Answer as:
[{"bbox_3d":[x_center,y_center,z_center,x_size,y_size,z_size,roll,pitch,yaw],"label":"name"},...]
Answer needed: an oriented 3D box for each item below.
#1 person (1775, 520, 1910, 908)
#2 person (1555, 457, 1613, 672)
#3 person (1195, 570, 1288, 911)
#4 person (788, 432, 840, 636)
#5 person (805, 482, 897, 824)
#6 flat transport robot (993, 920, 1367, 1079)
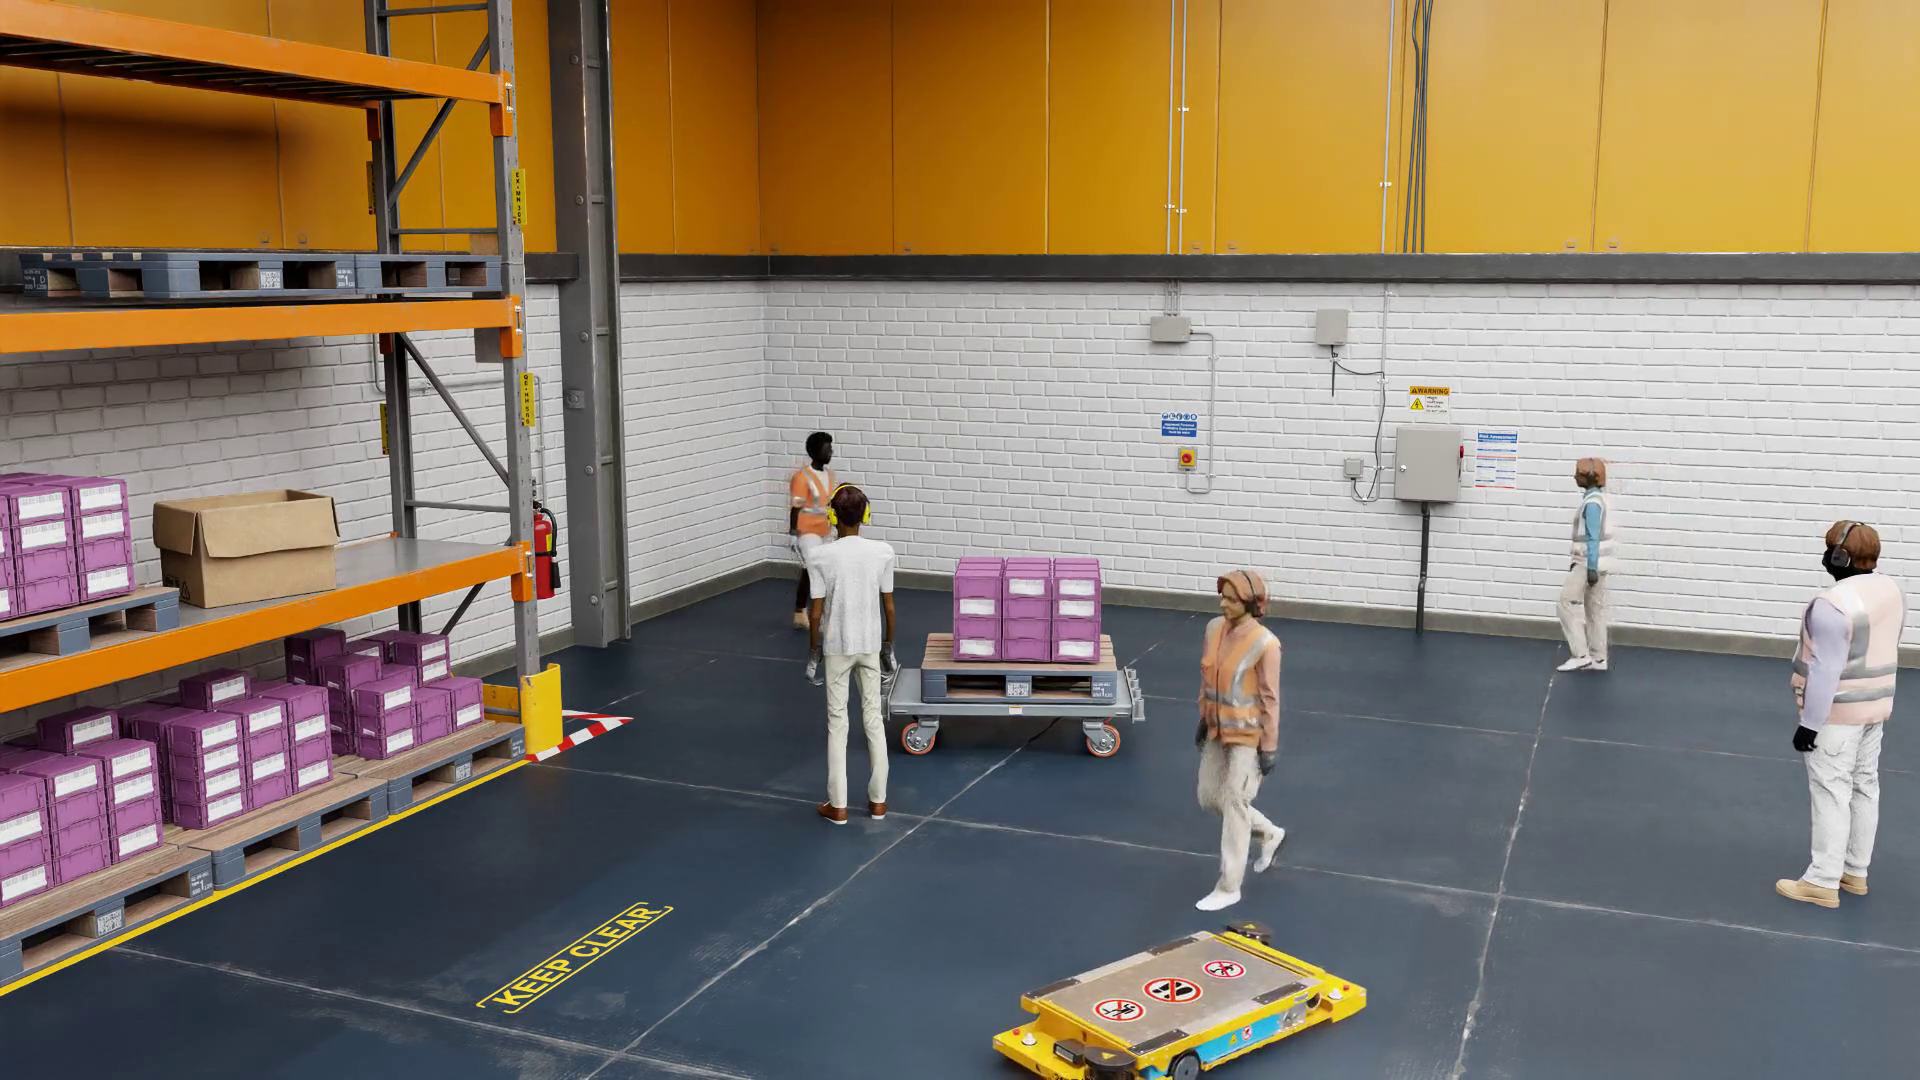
[{"bbox_3d":[4.183,0.820,7.917,0.619,1.845,0.430,-6,11,-32],"label":"person"},{"bbox_3d":[4.661,0.190,12.416,0.483,1.623,0.523,5,10,26],"label":"person"},{"bbox_3d":[1.351,0.930,7.889,0.531,1.624,0.525,-5,10,-27],"label":"person"},{"bbox_3d":[-1.137,-0.048,13.640,0.723,1.671,0.563,6,11,30],"label":"person"},{"bbox_3d":[-0.593,0.615,9.071,0.512,1.874,0.328,-3,10,-19],"label":"person"},{"bbox_3d":[0.886,1.832,6.532,1.431,0.197,0.652,-7,12,-38],"label":"flat transport robot"}]
